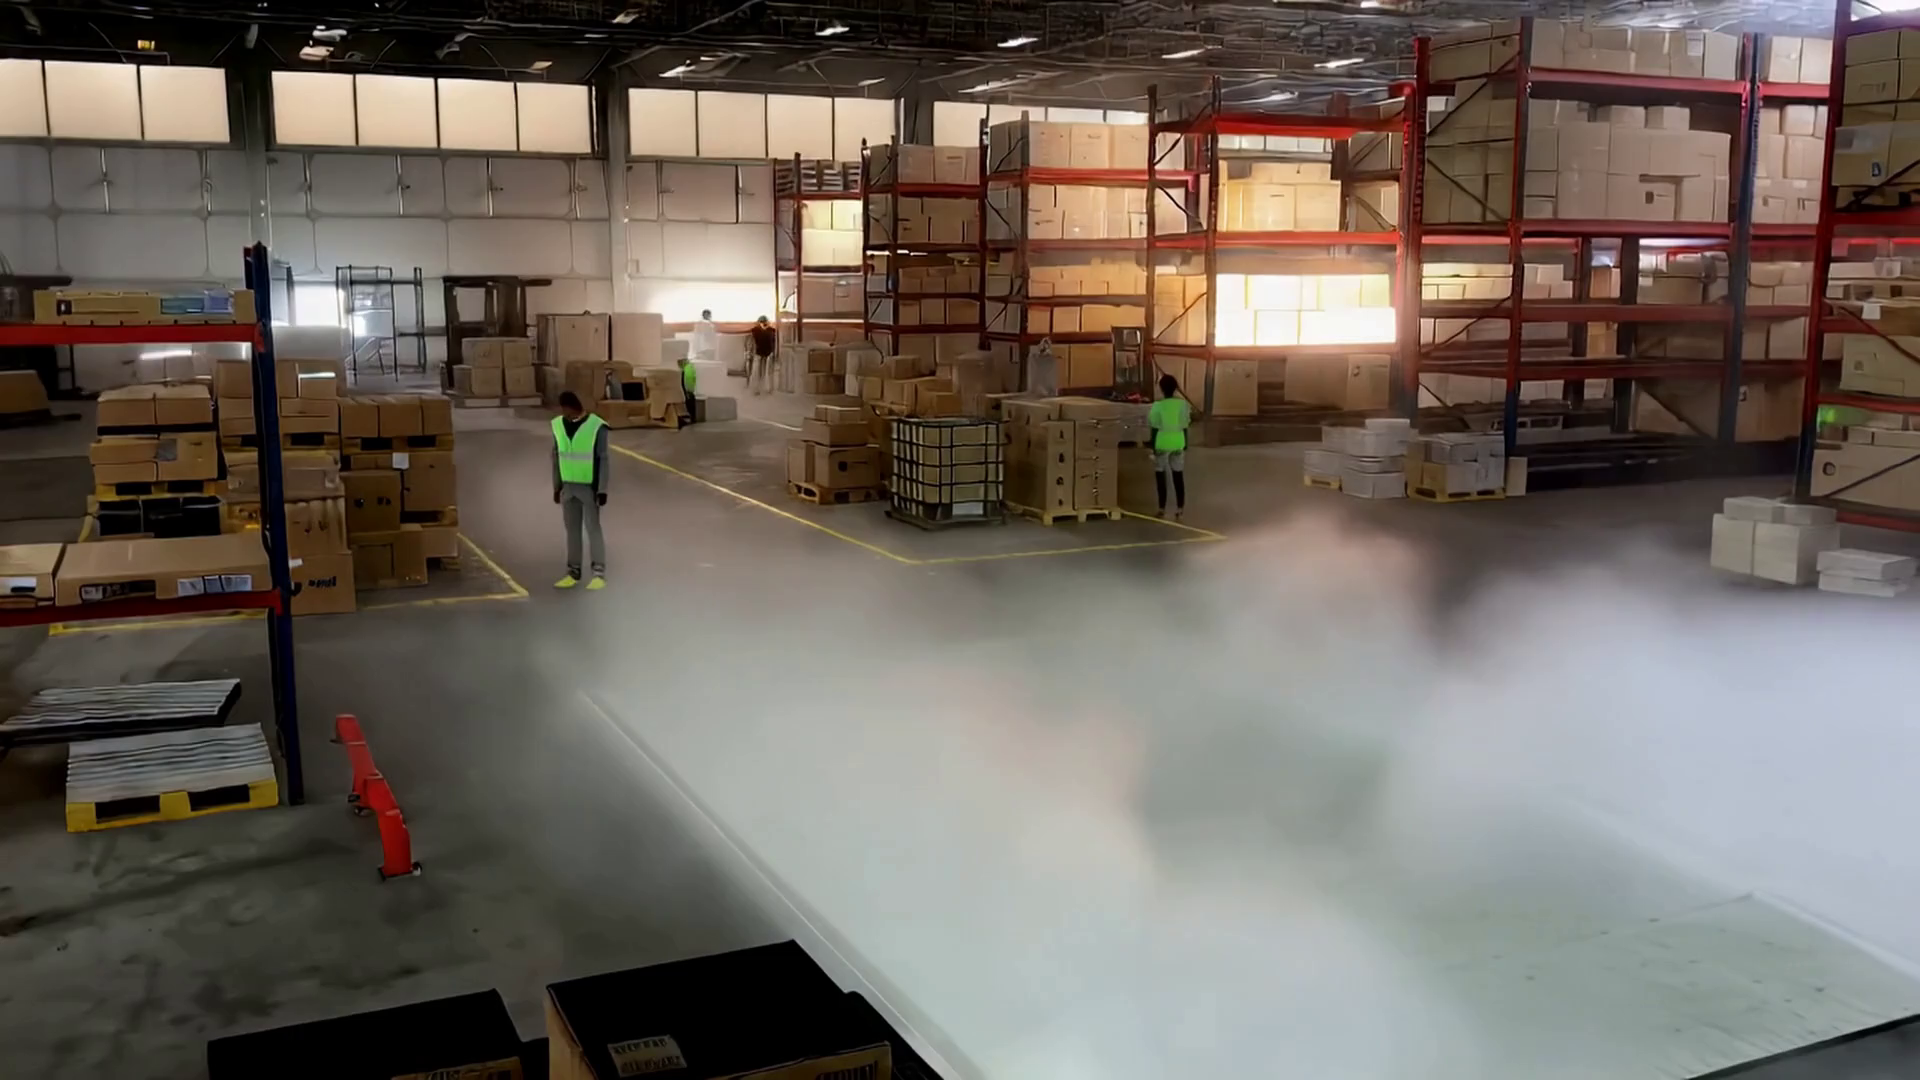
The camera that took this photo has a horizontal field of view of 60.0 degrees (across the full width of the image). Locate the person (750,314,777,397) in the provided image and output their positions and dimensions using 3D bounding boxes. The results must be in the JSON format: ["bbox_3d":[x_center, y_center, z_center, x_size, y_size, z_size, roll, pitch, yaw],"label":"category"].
[{"bbox_3d":[-4.591,-4.302,38.743,0.632,1.925,0.650,-3,10,-18],"label":"person"}]

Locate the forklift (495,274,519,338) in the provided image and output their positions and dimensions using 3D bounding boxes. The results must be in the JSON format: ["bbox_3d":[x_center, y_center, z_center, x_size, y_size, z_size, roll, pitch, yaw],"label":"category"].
[{"bbox_3d":[-11.493,-5.358,42.331,1.873,2.768,1.129,-4,10,-25],"label":"forklift"}]

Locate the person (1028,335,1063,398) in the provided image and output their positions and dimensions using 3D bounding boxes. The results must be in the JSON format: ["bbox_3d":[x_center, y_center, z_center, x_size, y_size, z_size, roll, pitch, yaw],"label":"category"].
[{"bbox_3d":[1.391,-2.332,26.602,0.679,1.889,0.463,-5,10,-28],"label":"person"}]

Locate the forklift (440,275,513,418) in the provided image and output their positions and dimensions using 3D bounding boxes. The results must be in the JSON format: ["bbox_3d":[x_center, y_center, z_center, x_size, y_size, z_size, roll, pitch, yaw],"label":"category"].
[{"bbox_3d":[-9.765,-3.899,33.278,1.129,2.768,1.873,-4,10,-26],"label":"forklift"}]

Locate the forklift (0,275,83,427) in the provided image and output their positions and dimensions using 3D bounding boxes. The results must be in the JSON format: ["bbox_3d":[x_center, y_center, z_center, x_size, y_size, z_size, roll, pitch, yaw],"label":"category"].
[{"bbox_3d":[-17.742,-3.573,31.257,1.129,2.768,1.873,2,9,12],"label":"forklift"}]

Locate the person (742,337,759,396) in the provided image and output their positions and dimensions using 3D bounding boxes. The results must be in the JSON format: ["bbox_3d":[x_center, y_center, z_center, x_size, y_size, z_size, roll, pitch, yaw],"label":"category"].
[{"bbox_3d":[-4.792,-4.162,38.801,0.578,1.611,0.505,-3,10,-18],"label":"person"}]

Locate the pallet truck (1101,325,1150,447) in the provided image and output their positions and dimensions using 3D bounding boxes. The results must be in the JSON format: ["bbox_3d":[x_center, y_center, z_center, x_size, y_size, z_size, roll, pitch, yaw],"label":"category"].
[{"bbox_3d":[2.881,-2.596,27.923,0.823,1.965,1.885,-1,9,-7],"label":"pallet truck"}]

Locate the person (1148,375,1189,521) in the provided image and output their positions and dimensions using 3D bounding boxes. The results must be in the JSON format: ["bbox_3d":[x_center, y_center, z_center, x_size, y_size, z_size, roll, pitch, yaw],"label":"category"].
[{"bbox_3d":[2.423,-1.068,19.372,0.537,1.695,0.321,-4,10,-24],"label":"person"}]

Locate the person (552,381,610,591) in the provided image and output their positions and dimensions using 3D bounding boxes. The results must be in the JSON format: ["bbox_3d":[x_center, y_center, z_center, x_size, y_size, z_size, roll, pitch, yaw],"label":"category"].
[{"bbox_3d":[-3.447,-0.494,15.135,0.590,1.916,0.386,5,10,26],"label":"person"}]

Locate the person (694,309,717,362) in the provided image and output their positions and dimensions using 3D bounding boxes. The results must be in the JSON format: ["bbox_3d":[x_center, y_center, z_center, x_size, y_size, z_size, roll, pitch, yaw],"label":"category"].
[{"bbox_3d":[-6.350,-4.757,41.395,0.630,1.977,0.635,4,10,23],"label":"person"}]
